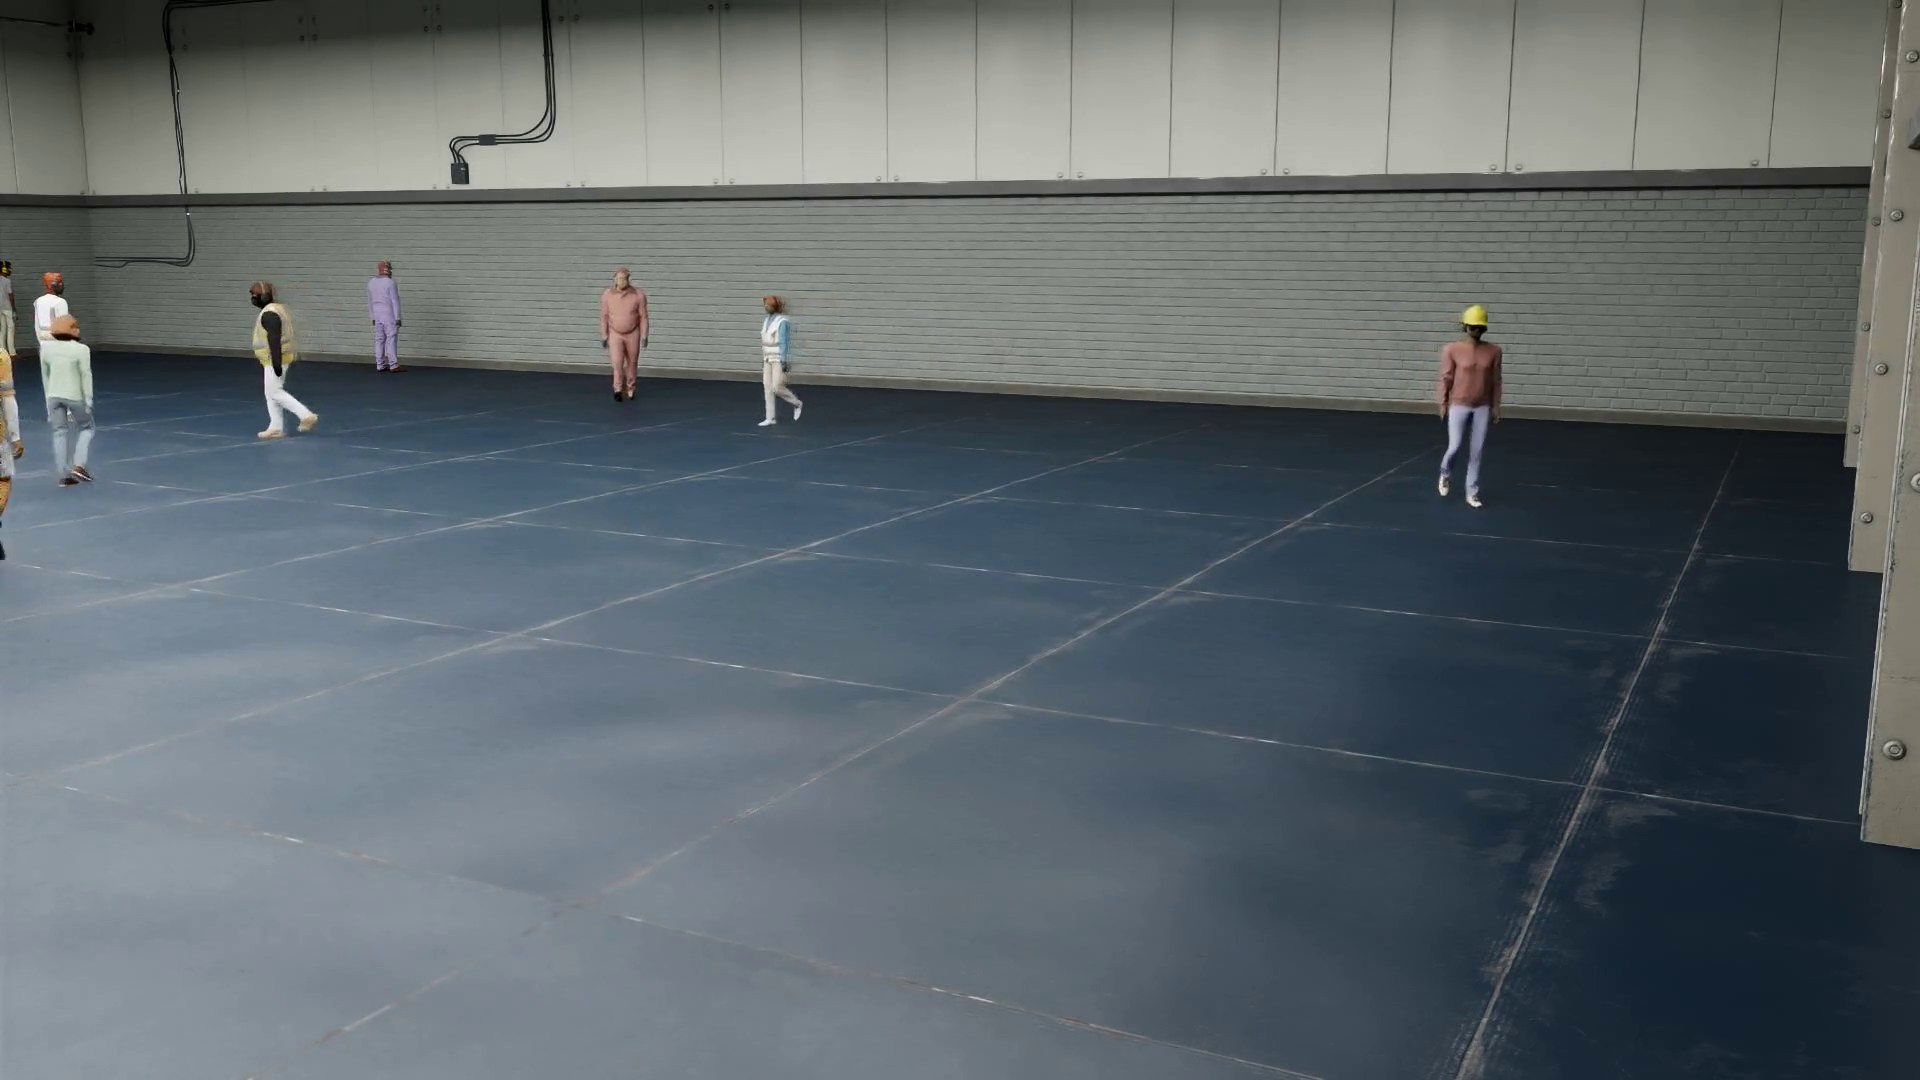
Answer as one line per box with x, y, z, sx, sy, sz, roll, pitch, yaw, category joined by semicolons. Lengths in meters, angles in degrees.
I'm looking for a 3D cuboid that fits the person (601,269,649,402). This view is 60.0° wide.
-4.750;-2.887;23.569;0.673;1.855;0.960;-2;11;-9;person

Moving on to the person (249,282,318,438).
-7.891;-2.085;19.330;0.590;1.819;0.671;-4;11;-21;person

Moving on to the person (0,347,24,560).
-6.990;-0.761;11.817;0.571;1.920;0.477;-4;11;-20;person

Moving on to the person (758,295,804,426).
-2.246;-2.216;20.559;0.512;1.621;0.528;-8;13;-37;person

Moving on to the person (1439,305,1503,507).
4.449;-1.170;14.521;0.527;1.757;0.433;0;10;-2;person

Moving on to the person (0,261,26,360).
-17.976;-4.317;31.368;0.532;1.864;0.314;5;12;27;person

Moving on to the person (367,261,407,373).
-9.848;-3.830;28.600;0.651;1.904;0.401;5;12;27;person

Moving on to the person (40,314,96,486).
-8.396;-1.312;15.658;0.512;1.610;0.385;0;10;1;person

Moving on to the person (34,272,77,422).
-11.414;-2.430;21.025;0.583;1.881;0.337;5;12;27;person
